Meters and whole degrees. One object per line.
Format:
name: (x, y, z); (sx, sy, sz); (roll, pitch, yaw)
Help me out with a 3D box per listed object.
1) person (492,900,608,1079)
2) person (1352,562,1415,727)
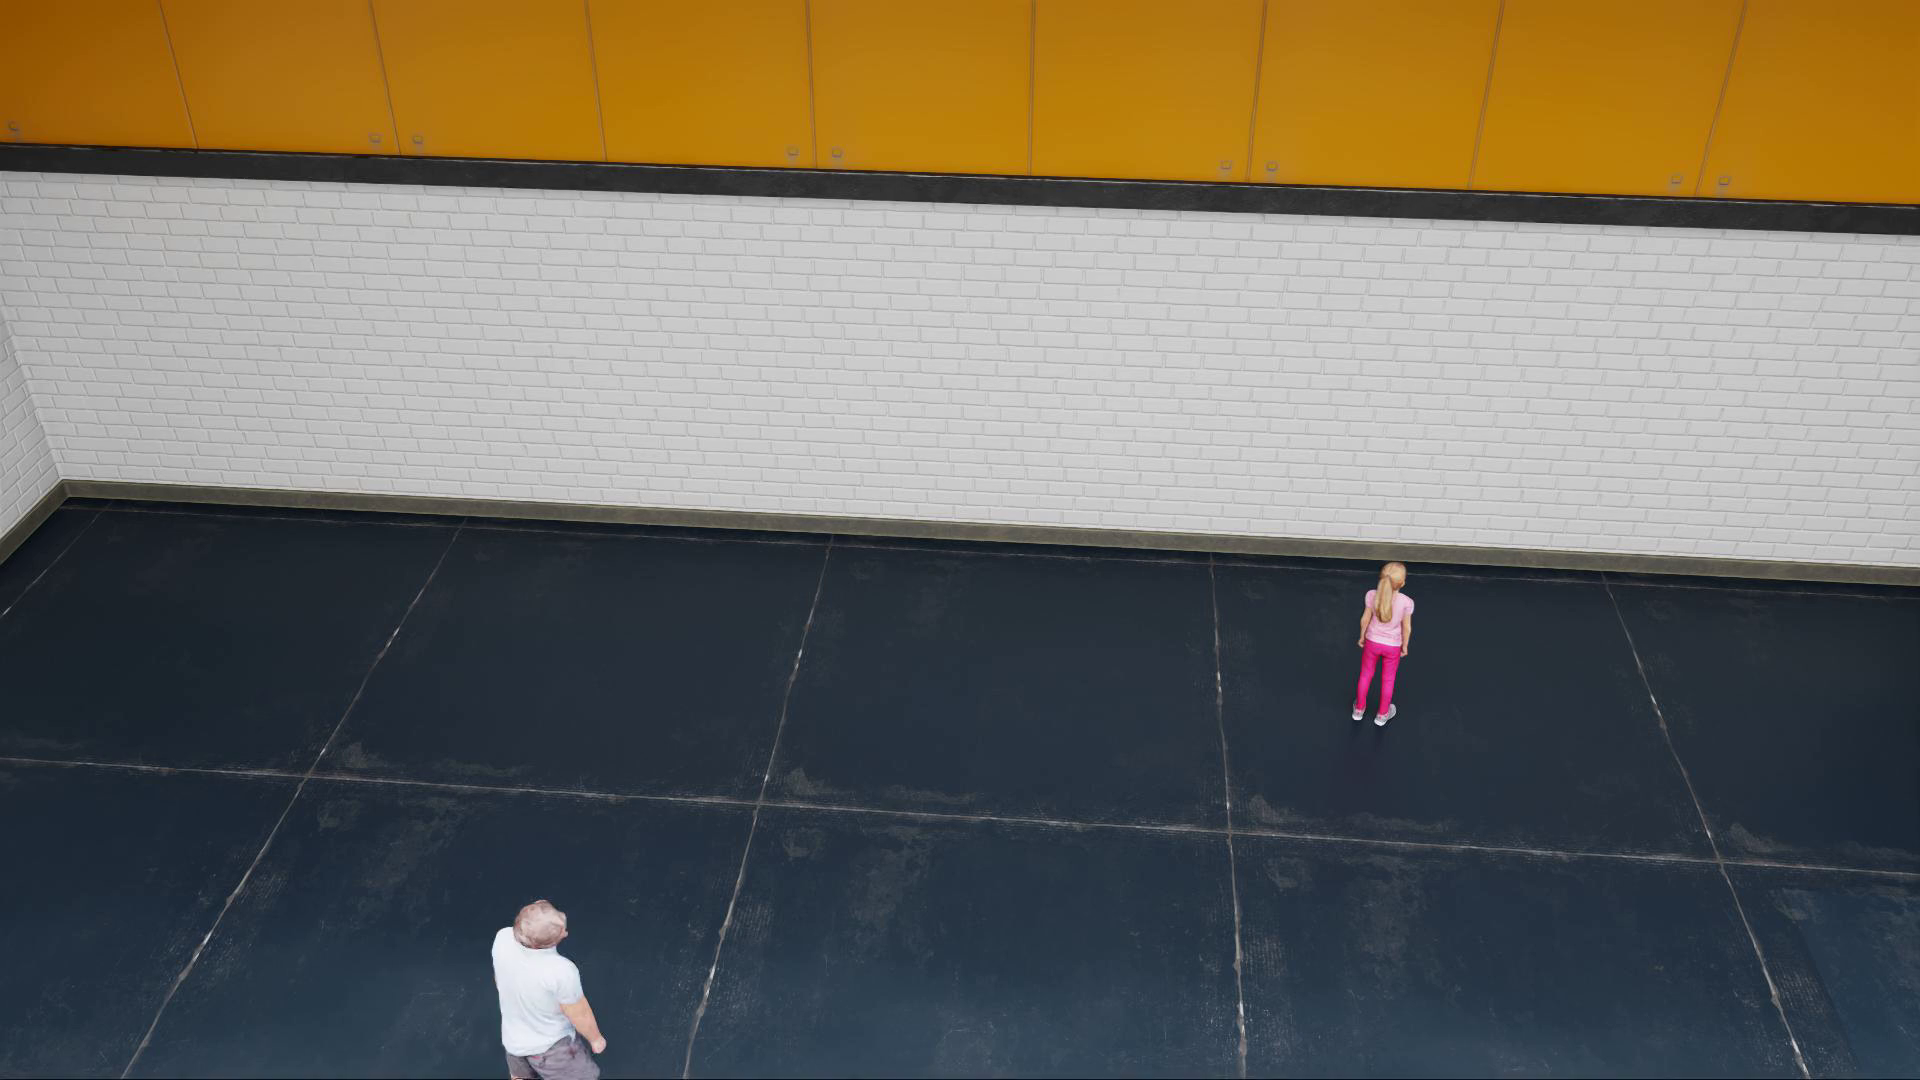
person: (-2.021, 2.406, 7.986); (0.846, 1.796, 0.775); (7, 34, 10)
person: (2.817, 0.676, 11.063); (0.550, 1.271, 0.589); (14, 36, 20)
